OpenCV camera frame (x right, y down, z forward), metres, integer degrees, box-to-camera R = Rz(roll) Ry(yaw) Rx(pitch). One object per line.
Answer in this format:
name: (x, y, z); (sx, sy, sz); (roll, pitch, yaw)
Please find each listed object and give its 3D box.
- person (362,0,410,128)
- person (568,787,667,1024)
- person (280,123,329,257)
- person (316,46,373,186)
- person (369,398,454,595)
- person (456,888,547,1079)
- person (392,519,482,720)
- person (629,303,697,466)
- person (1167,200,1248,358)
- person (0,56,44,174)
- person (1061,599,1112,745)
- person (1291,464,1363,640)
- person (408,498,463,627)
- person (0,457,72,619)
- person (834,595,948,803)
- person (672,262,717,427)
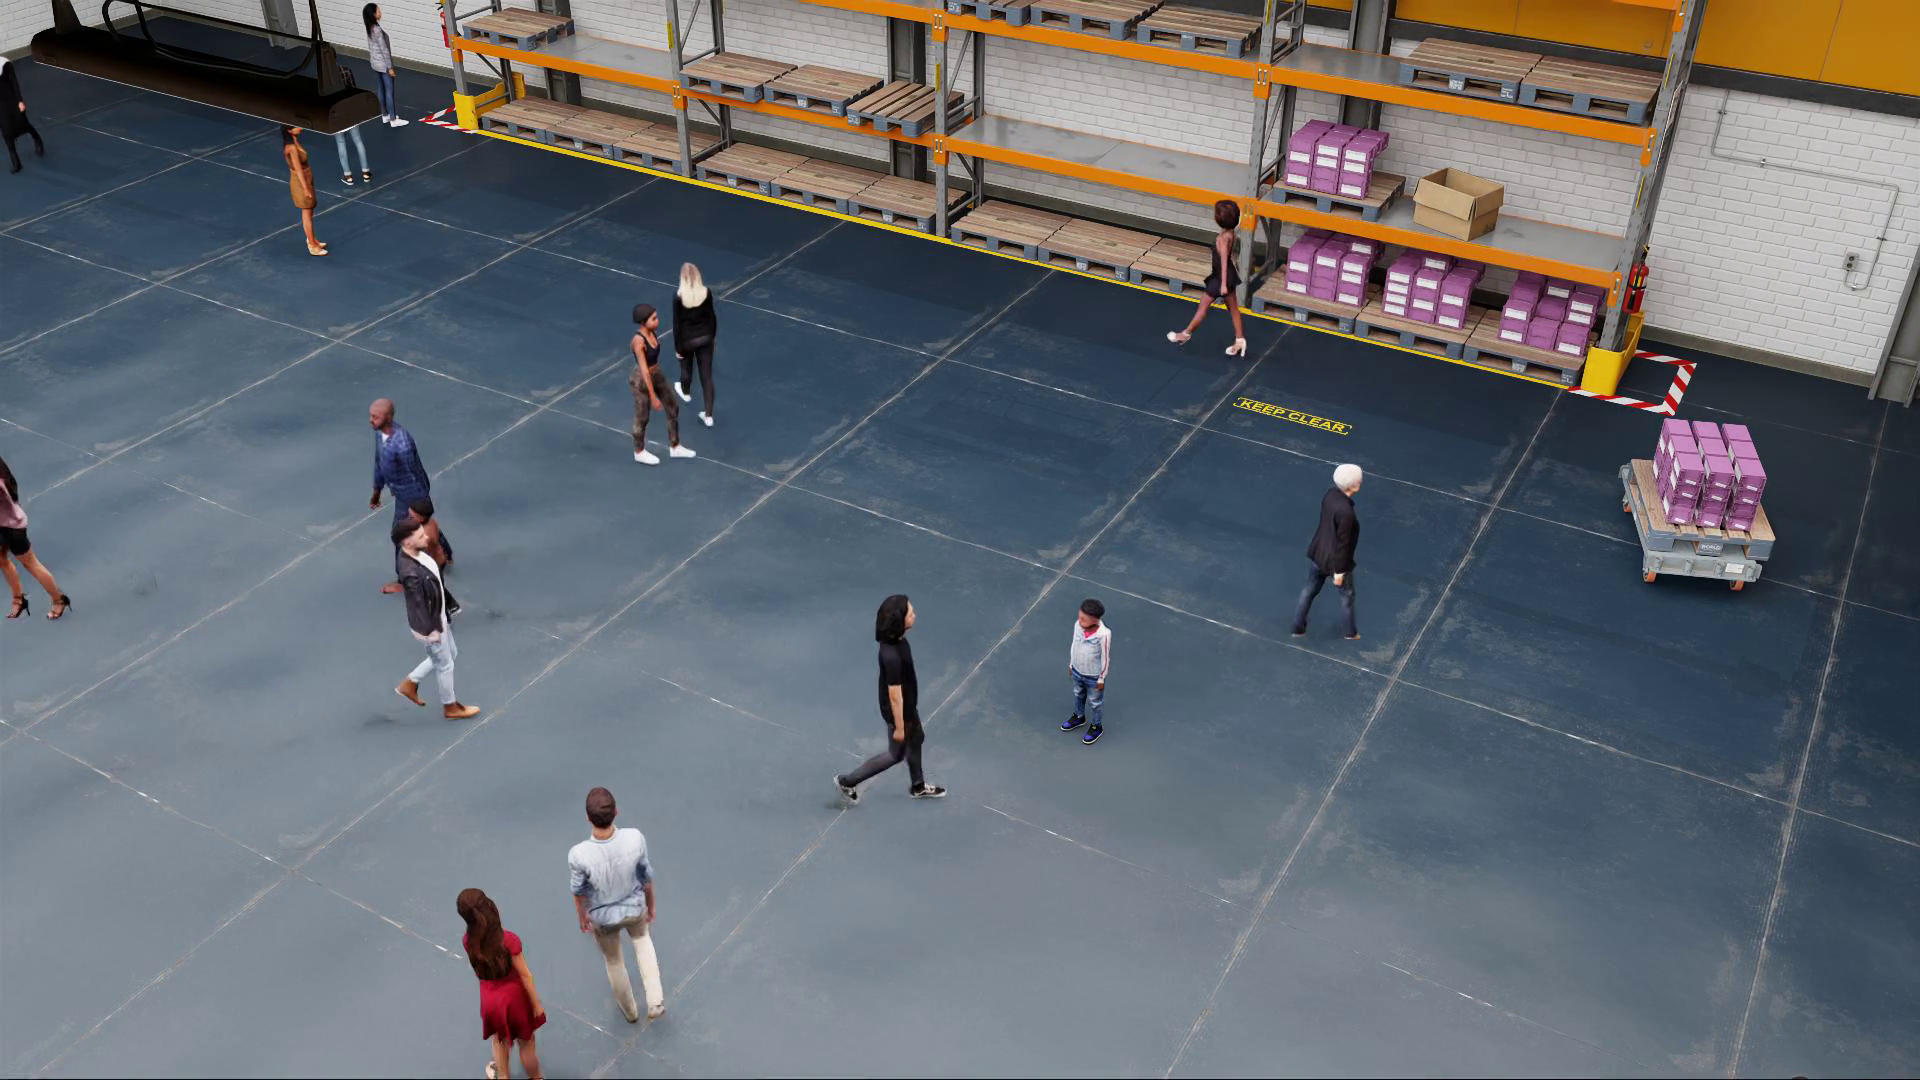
person: (-8.265, -6.804, 23.767); (0.727, 1.733, 0.564); (-27, 42, -34)
person: (-2.047, 2.292, 9.993); (0.827, 1.832, 0.891); (-14, 36, -20)
person: (-7.897, -4.255, 19.971); (0.698, 1.690, 0.623); (-12, 35, -17)
person: (-8.111, -5.592, 21.865); (0.748, 1.820, 0.746); (-17, 37, -24)
person: (-4.618, -0.449, 14.158); (0.947, 1.785, 0.998); (-20, 39, -27)
person: (-2.611, 2.683, 9.681); (0.673, 1.526, 0.850); (17, 37, 24)
person: (-4.062, 0.630, 12.502); (0.982, 1.823, 0.917); (-7, 34, -11)
person: (-3.043, -1.469, 15.789); (0.866, 1.680, 0.695); (10, 35, 15)
person: (2.866, -2.727, 17.620); (1.129, 1.748, 0.722); (11, 35, 16)
person: (-12.781, -5.895, 22.398); (1.169, 1.735, 1.124); (-4, 34, -6)
person: (0.980, 0.954, 12.524); (0.486, 1.259, 0.592); (29, 43, 36)
person: (2.921, 0.178, 13.497); (1.061, 1.769, 1.064); (-6, 34, -9)
person: (-4.292, 0.186, 13.686); (0.693, 1.250, 0.642); (-5, 34, -7)
person: (-7.662, -0.095, 13.619); (0.883, 1.794, 0.831); (-15, 37, -22)
person: (-0.520, 1.158, 11.719); (1.152, 1.810, 0.999); (-2, 34, -3)
person: (-2.587, -1.899, 16.458); (0.995, 1.655, 1.141); (-15, 37, -21)
